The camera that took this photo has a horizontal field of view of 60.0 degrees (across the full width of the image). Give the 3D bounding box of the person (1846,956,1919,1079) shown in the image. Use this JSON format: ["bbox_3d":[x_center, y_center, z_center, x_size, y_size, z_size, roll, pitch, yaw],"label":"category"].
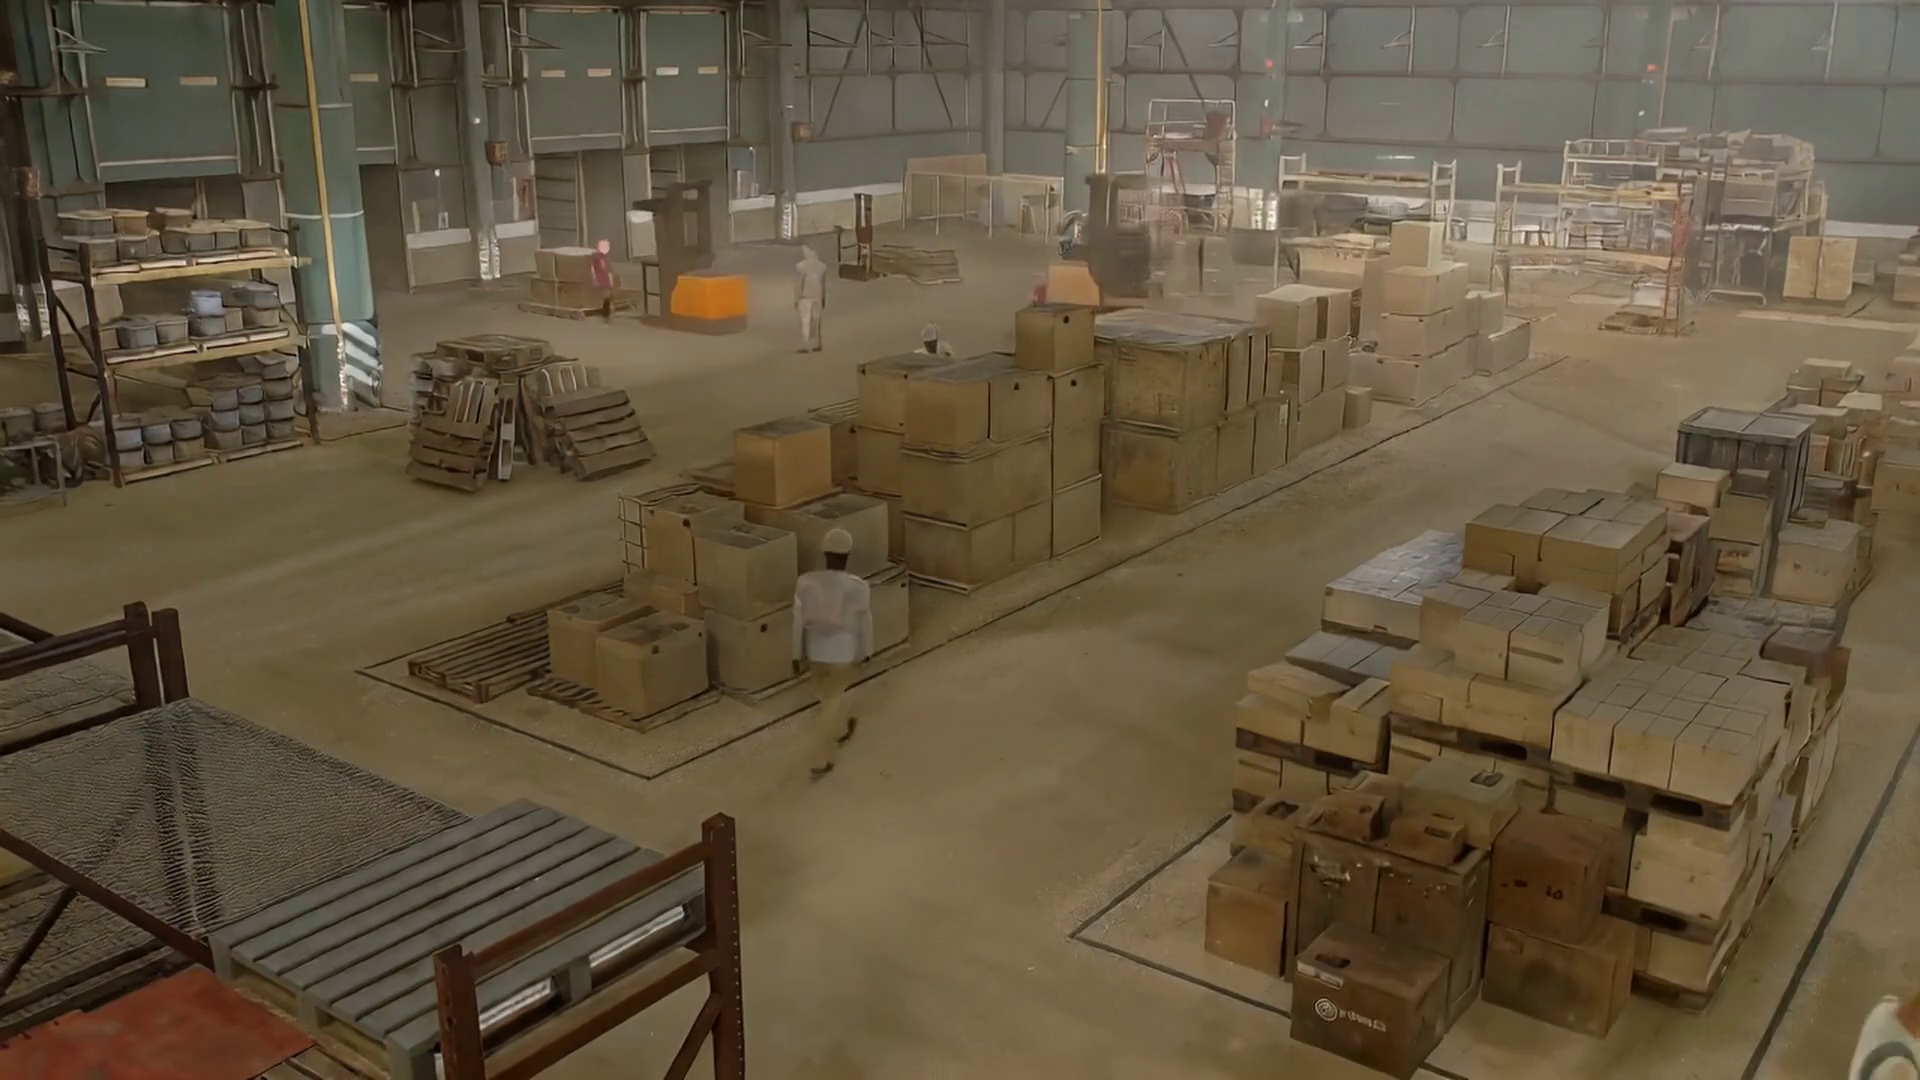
[{"bbox_3d":[3.894,2.583,6.938,0.453,1.868,0.614,9,19,27],"label":"person"}]

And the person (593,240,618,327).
[{"bbox_3d":[-6.866,-5.017,32.452,0.573,1.664,0.617,16,23,42],"label":"person"}]

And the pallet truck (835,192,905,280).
[{"bbox_3d":[-1.936,-7.159,38.982,1.885,1.965,0.823,-12,21,-34],"label":"pallet truck"}]

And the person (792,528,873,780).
[{"bbox_3d":[-0.953,0.825,12.759,0.589,1.862,1.008,7,18,21],"label":"person"}]

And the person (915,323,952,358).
[{"bbox_3d":[-0.368,-1.831,21.444,0.548,1.937,0.379,8,18,24],"label":"person"}]

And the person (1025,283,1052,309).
[{"bbox_3d":[1.191,-2.900,24.999,0.650,1.928,0.425,15,22,40],"label":"person"}]

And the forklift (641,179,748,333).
[{"bbox_3d":[-5.130,-5.487,31.942,1.873,2.768,1.129,12,21,35],"label":"forklift"}]

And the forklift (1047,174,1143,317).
[{"bbox_3d":[2.710,-5.826,33.065,1.873,2.768,1.129,2,17,8],"label":"forklift"}]

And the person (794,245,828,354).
[{"bbox_3d":[-2.647,-4.275,29.565,0.636,1.927,0.386,-10,20,-30],"label":"person"}]
